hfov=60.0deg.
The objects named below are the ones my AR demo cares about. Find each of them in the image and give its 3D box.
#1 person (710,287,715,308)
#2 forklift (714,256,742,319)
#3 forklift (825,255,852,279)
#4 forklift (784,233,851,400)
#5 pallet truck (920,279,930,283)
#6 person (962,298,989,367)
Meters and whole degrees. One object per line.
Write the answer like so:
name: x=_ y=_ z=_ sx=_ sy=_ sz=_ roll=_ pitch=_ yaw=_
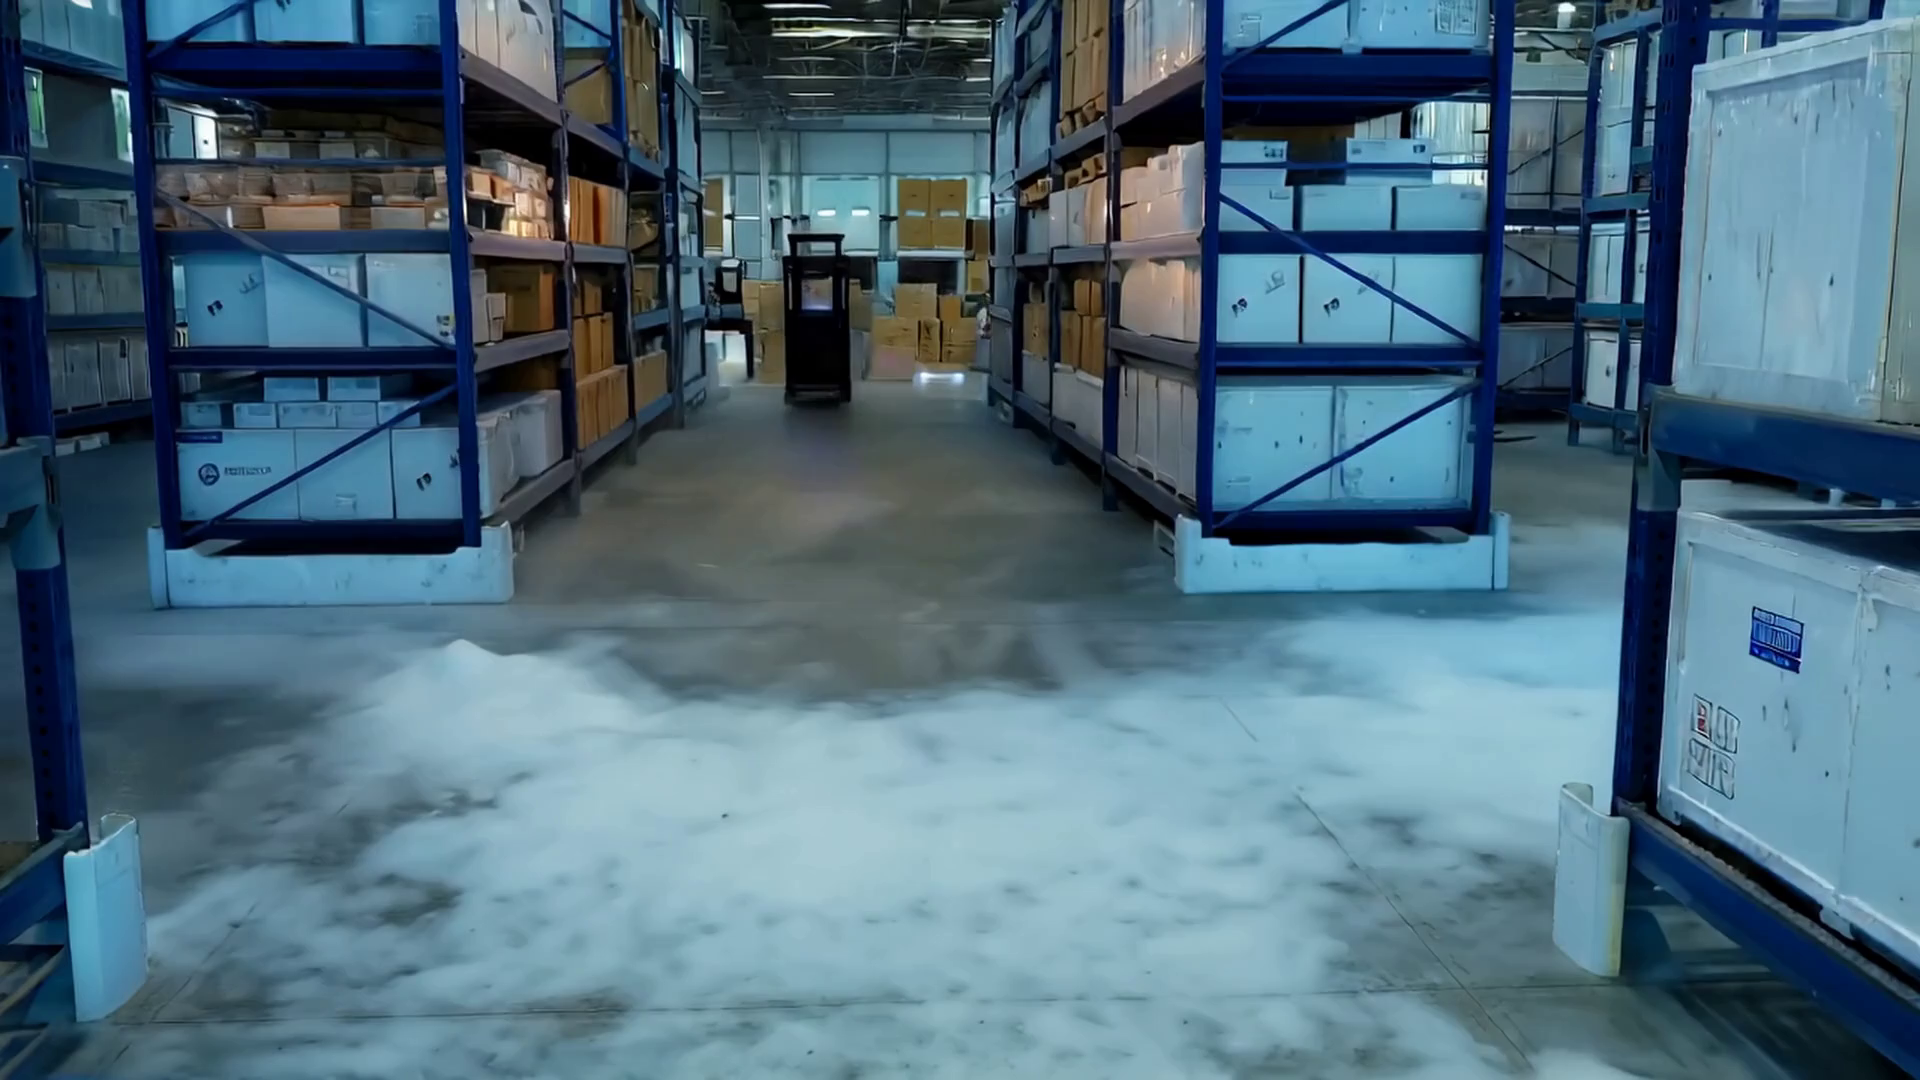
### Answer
person: x=-9.115 y=-8.608 z=62.074 sx=0.540 sy=1.700 sz=0.315 roll=1 pitch=9 yaw=6
forklift: x=-8.543 y=-9.115 z=61.562 sx=1.129 sy=2.768 sz=1.873 roll=-1 pitch=9 yaw=-4
forklift: x=-4.261 y=-8.622 z=58.469 sx=1.129 sy=2.768 sz=1.873 roll=-4 pitch=10 yaw=-23
forklift: x=-2.438 y=-3.832 z=28.391 sx=1.129 sy=2.768 sz=1.873 roll=-1 pitch=9 yaw=-4
pallet truck: x=-0.932 y=-8.922 z=63.114 sx=1.885 sy=1.965 sz=0.823 roll=2 pitch=9 yaw=13
person: x=0.486 y=-4.779 z=38.361 sx=0.884 sy=1.594 sz=0.531 roll=-2 pitch=9 yaw=-13
